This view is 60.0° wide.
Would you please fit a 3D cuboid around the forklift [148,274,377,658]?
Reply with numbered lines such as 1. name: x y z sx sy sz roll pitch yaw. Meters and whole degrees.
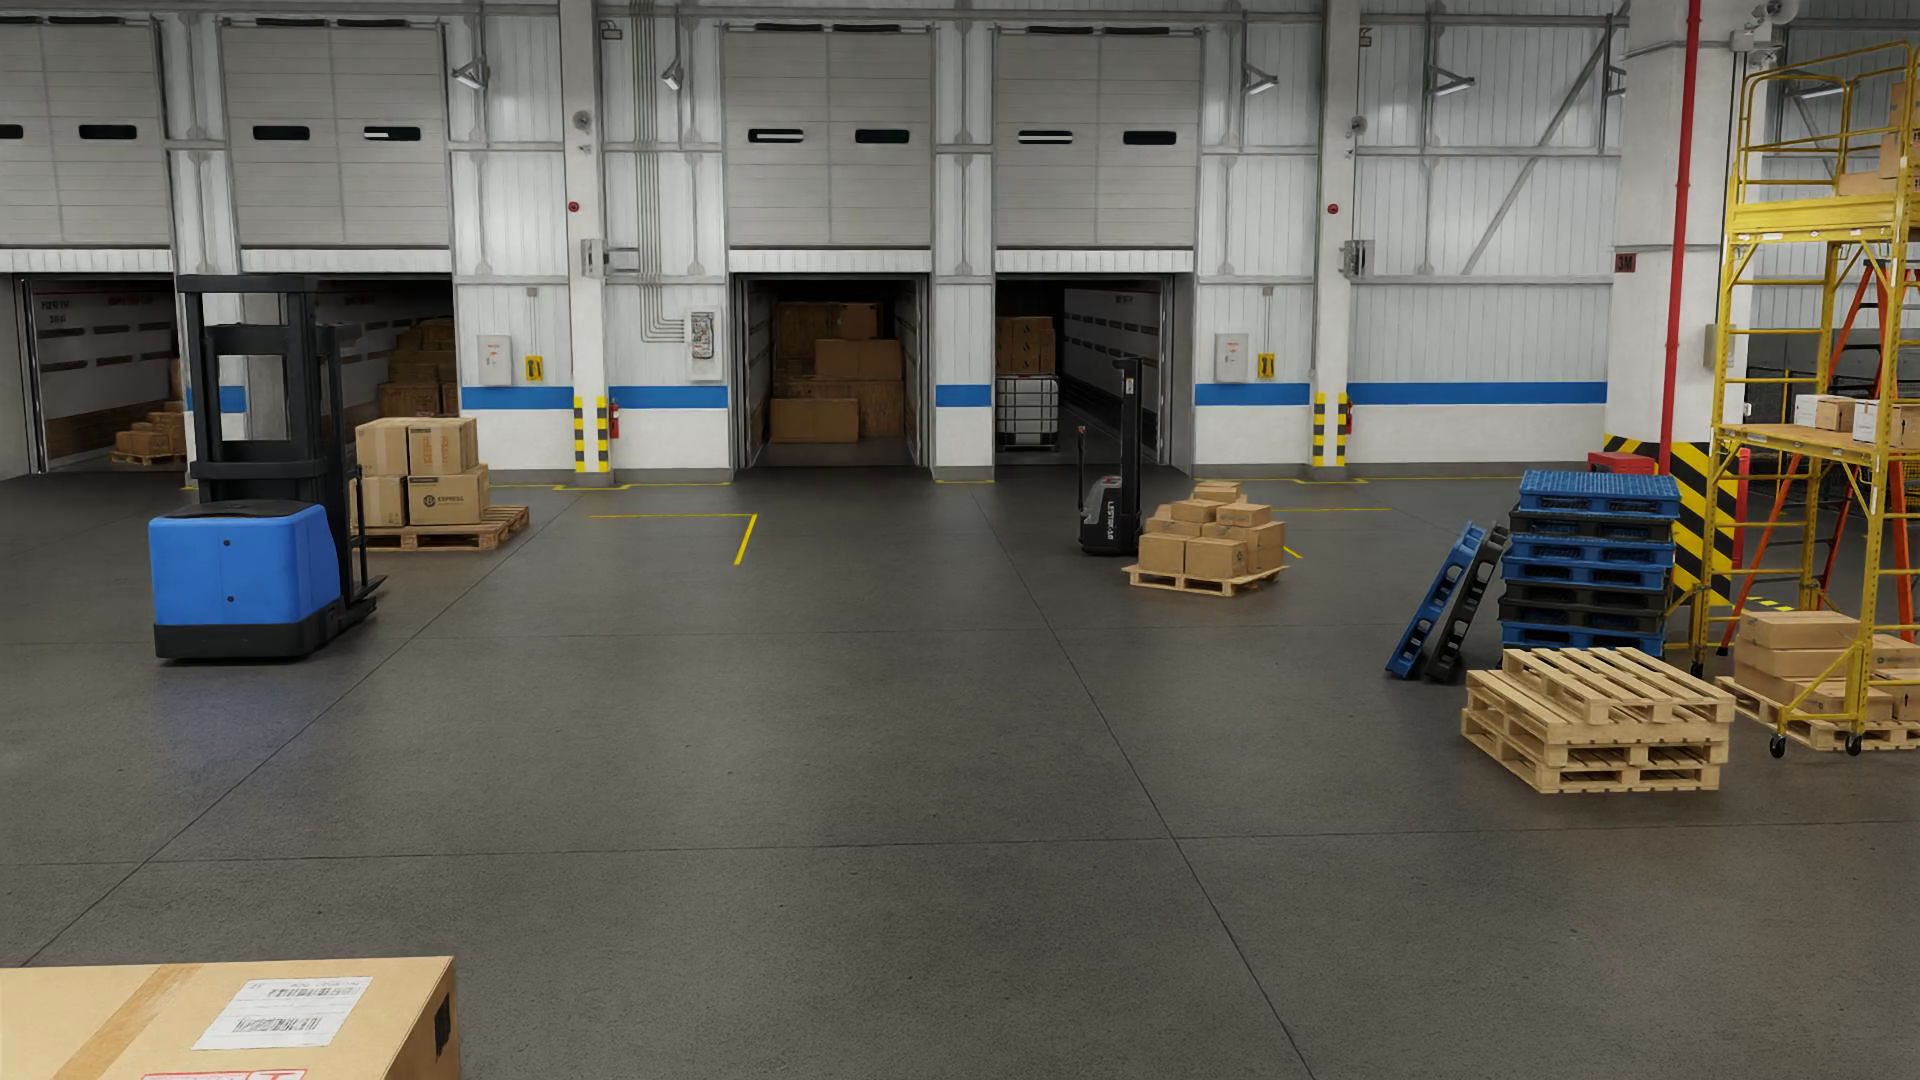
1. forklift: -5.348 -0.627 12.681 1.129 2.768 1.873 -1 9 -4

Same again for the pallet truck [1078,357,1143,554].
1. pallet truck: 2.088 -0.836 16.757 1.885 1.965 0.823 2 9 13
